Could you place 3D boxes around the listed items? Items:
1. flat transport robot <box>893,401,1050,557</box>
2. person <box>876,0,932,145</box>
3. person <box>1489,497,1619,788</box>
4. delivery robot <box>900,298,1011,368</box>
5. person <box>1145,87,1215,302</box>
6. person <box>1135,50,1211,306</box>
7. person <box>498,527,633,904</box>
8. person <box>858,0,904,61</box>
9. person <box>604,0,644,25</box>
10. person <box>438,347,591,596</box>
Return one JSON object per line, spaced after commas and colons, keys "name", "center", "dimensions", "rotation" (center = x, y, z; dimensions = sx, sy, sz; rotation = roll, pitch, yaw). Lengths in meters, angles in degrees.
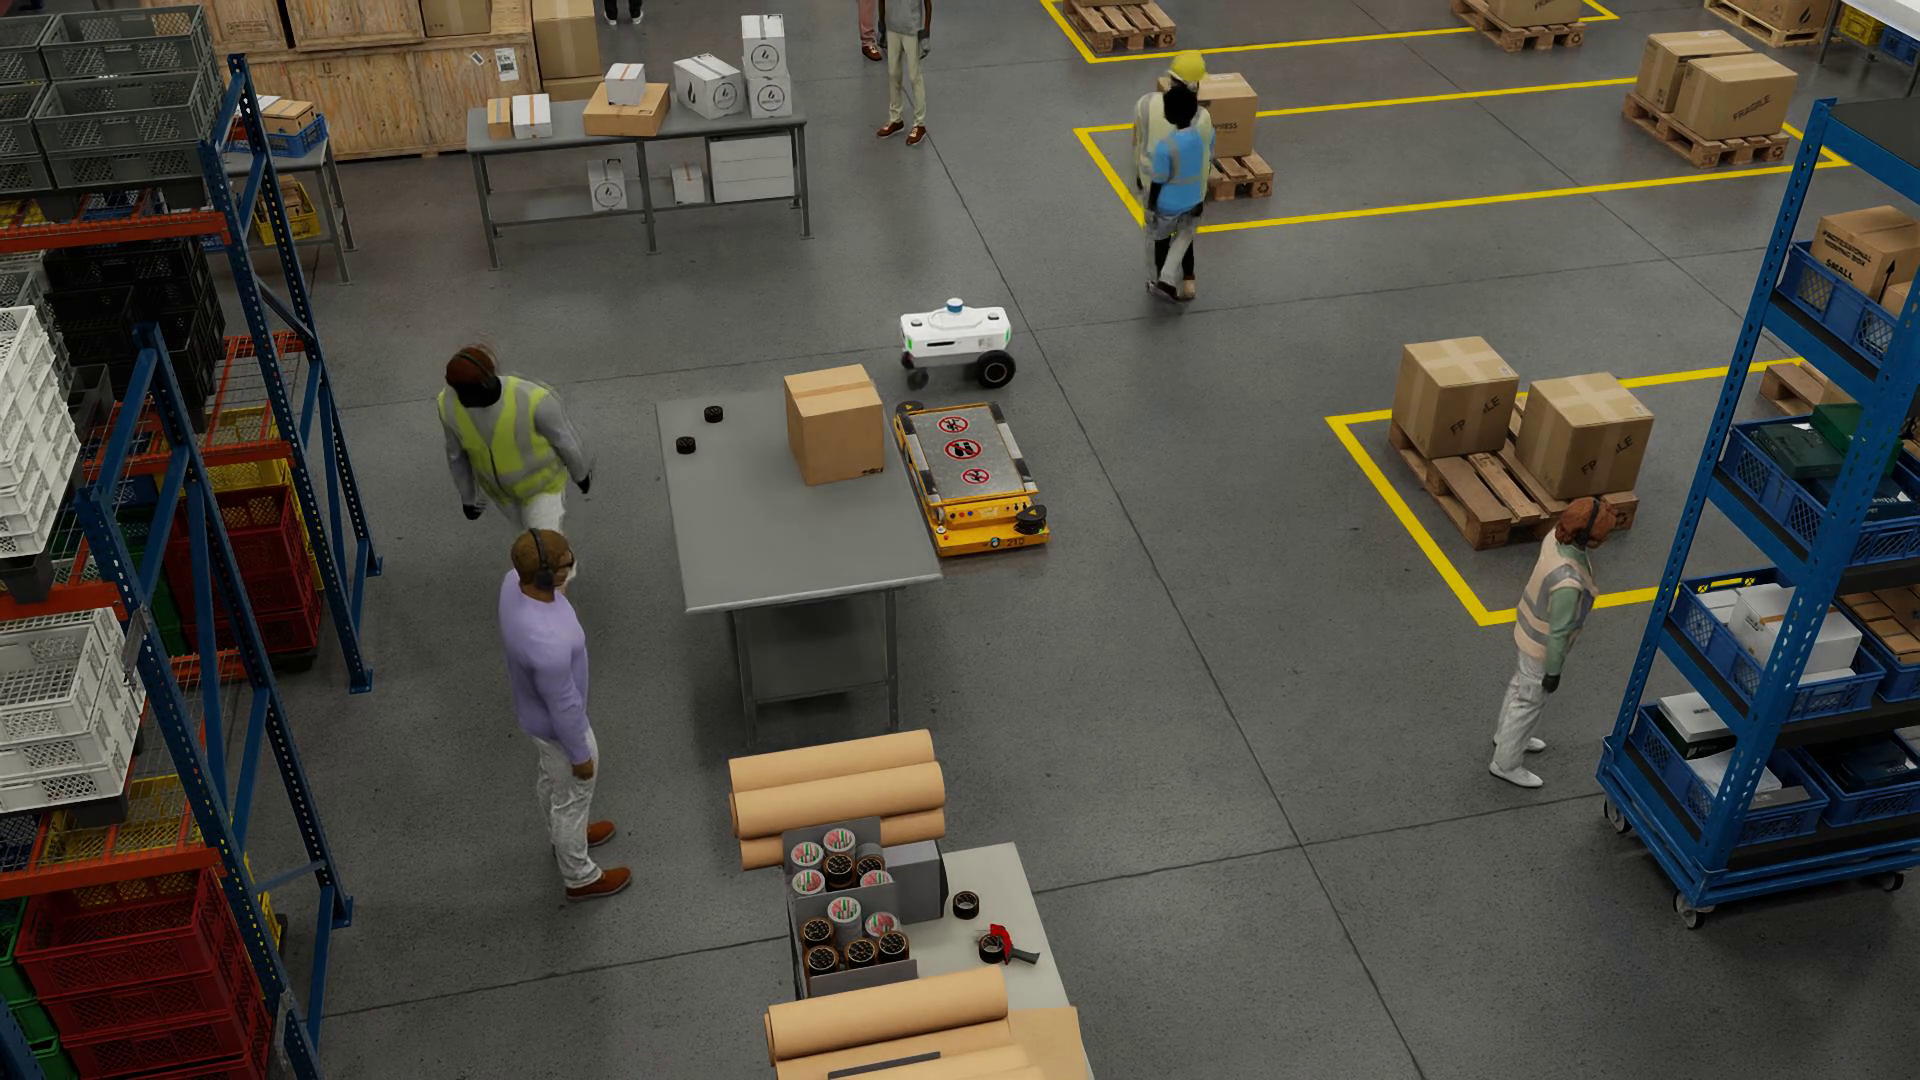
{"name": "flat transport robot", "center": [0.046, -0.430, 10.108], "dimensions": [0.652, 0.197, 1.431], "rotation": [-8, 37, -10]}
{"name": "person", "center": [-0.479, -4.246, 13.912], "dimensions": [0.532, 1.865, 0.311], "rotation": [21, 41, 25]}
{"name": "person", "center": [2.740, 0.472, 7.764], "dimensions": [0.323, 1.631, 0.527], "rotation": [8, 37, 10]}
{"name": "delivery robot", "center": [-0.035, -1.371, 11.061], "dimensions": [0.707, 0.478, 0.477], "rotation": [-6, 37, -8]}
{"name": "person", "center": [1.502, -2.376, 11.581], "dimensions": [0.583, 1.647, 0.504], "rotation": [-21, 41, -25]}
{"name": "person", "center": [1.458, -2.514, 11.625], "dimensions": [0.611, 1.812, 0.514], "rotation": [20, 41, 25]}
{"name": "person", "center": [-1.718, 0.753, 7.140], "dimensions": [0.358, 1.931, 0.629], "rotation": [-16, 39, -20]}
{"name": "person", "center": [-0.735, -5.496, 15.557], "dimensions": [0.408, 1.909, 0.638], "rotation": [29, 46, 33]}
{"name": "person", "center": [-3.373, -6.011, 16.252], "dimensions": [0.593, 1.909, 0.409], "rotation": [-9, 38, -12]}
{"name": "person", "center": [-2.308, -0.251, 8.628], "dimensions": [0.657, 1.767, 0.954], "rotation": [8, 37, 10]}
